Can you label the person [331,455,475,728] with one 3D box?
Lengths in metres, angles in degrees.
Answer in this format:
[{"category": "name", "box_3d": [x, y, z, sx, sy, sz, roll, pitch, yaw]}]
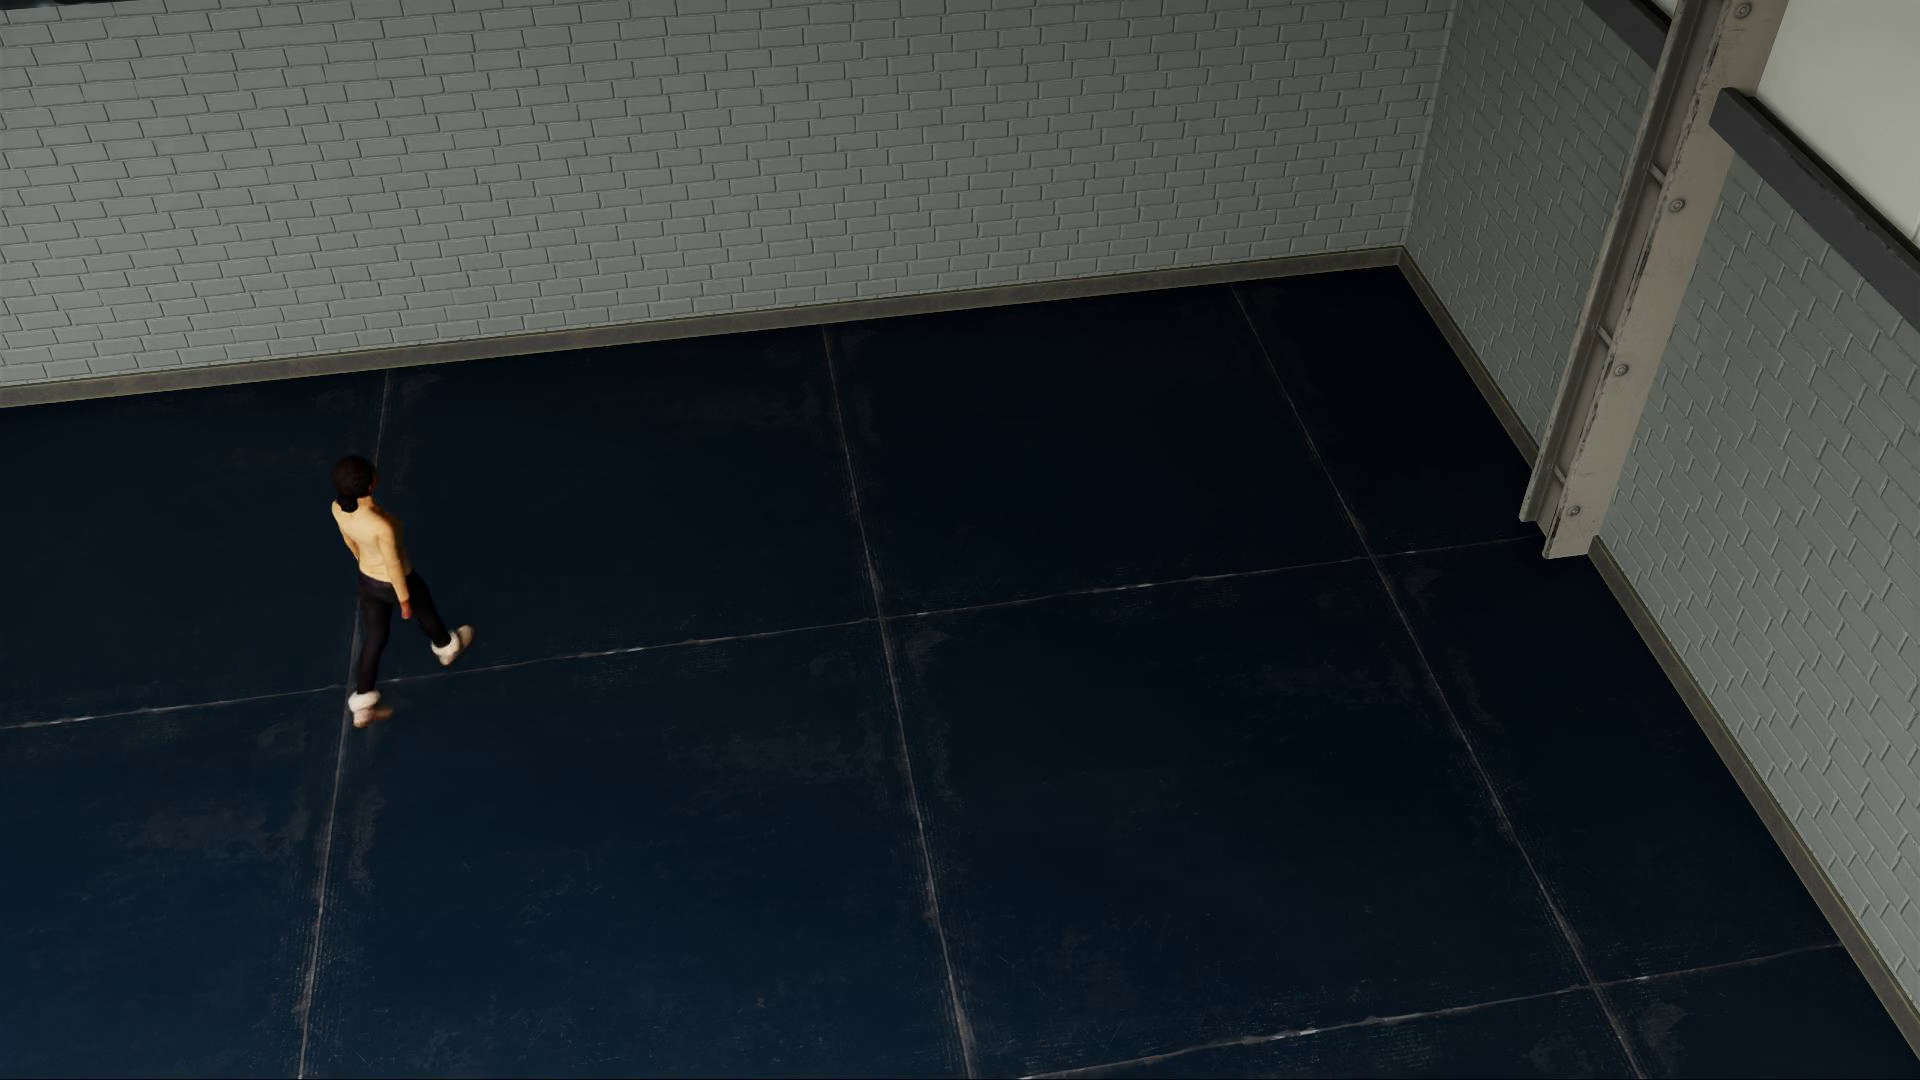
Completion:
[{"category": "person", "box_3d": [-3.046, 0.282, 8.668, 1.035, 1.631, 1.203, 18, 46, 18]}]
